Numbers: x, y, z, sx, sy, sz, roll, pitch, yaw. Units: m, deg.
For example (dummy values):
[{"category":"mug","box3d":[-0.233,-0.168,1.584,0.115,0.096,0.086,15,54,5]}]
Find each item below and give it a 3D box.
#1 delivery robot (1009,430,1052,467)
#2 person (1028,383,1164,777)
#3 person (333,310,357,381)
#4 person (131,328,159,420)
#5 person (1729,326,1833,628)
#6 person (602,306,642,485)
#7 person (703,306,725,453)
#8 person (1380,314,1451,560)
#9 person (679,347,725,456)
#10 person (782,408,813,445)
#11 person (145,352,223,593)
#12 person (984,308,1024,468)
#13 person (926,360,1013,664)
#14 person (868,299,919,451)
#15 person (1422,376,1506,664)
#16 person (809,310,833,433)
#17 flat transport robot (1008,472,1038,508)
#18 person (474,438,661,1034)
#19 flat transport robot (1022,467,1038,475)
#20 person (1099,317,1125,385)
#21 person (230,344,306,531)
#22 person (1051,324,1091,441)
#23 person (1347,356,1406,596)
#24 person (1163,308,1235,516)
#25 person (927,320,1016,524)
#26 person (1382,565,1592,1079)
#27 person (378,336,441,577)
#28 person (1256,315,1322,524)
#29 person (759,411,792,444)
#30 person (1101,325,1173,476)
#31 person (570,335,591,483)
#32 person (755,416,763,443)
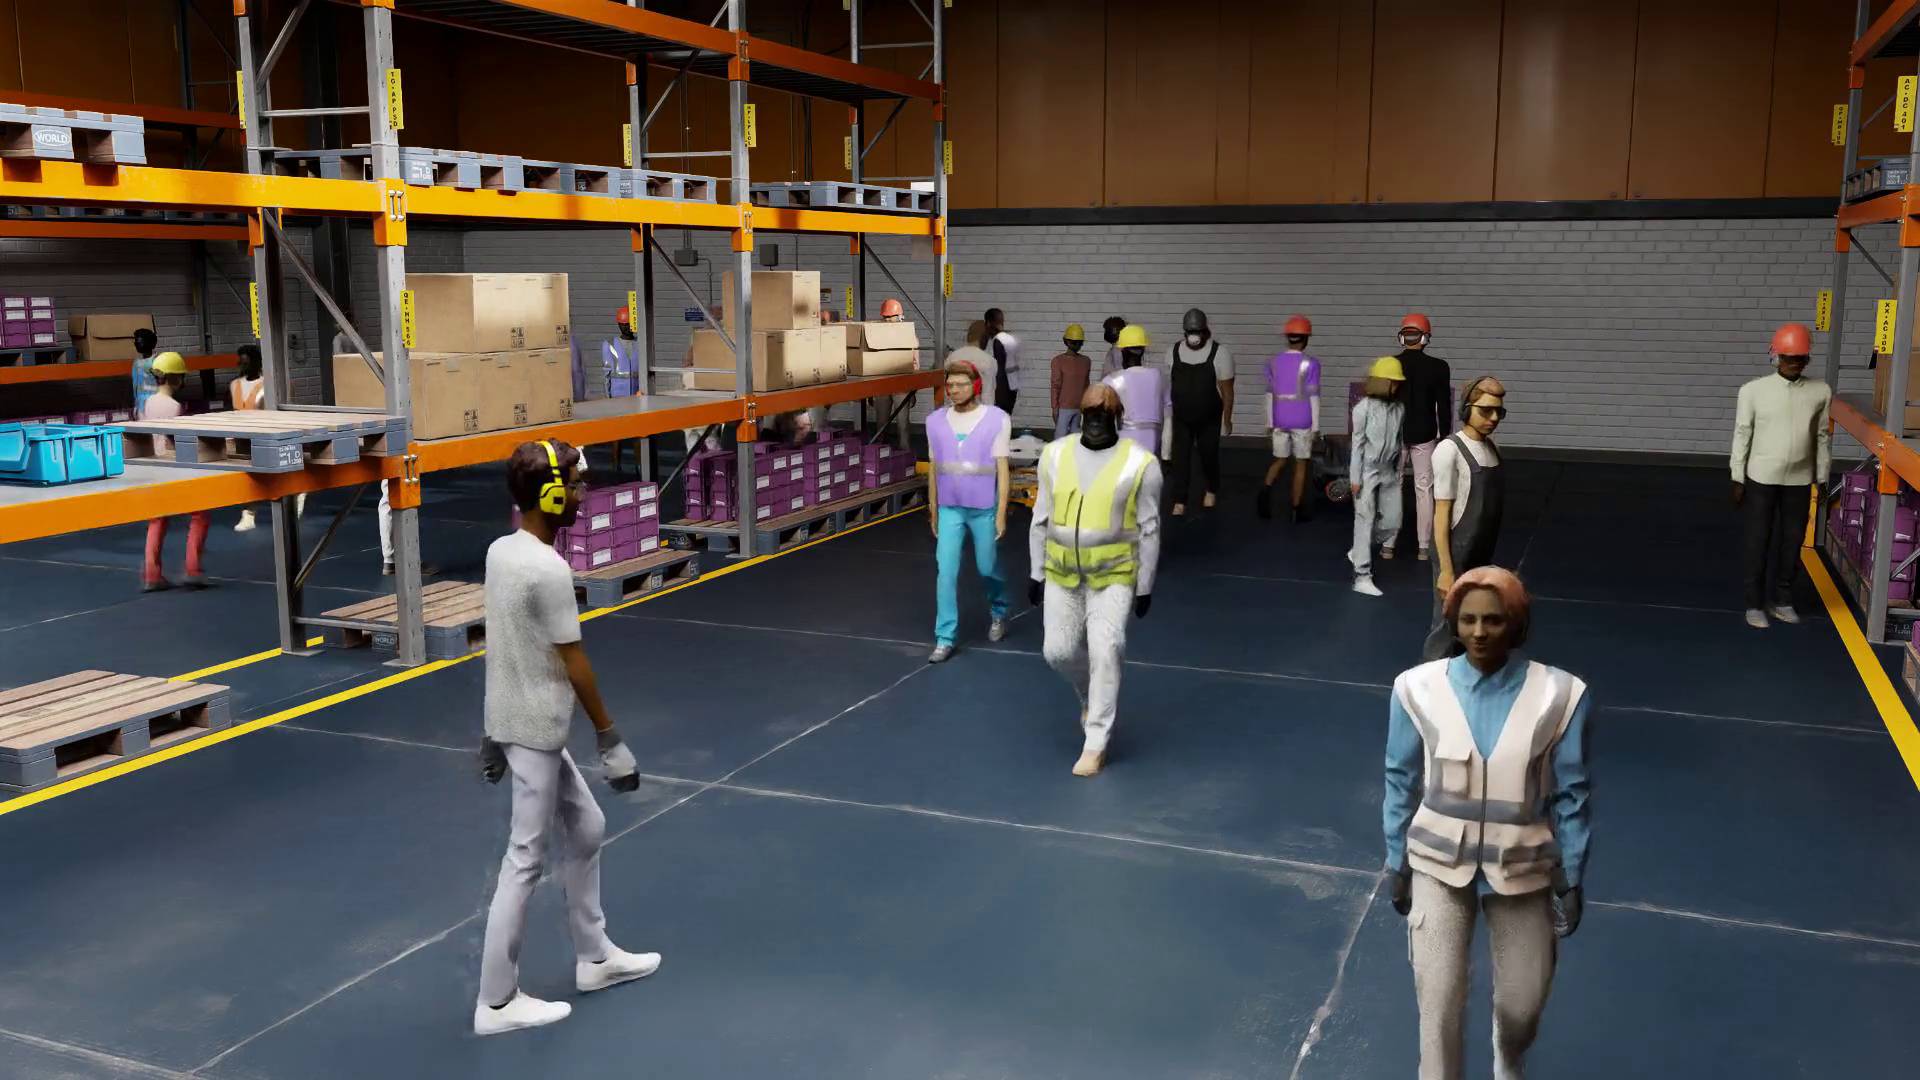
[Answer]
[{"category":"delivery robot","box3d":[0.739,-0.974,18.354,0.707,0.478,0.477,2,10,14]},{"category":"person","box3d":[0.650,0.163,7.895,0.637,1.827,0.670,4,10,24]},{"category":"person","box3d":[-7.572,-1.924,20.575,0.330,1.832,0.653,-1,9,-9]},{"category":"person","box3d":[-8.744,-1.434,17.971,0.540,1.696,0.315,6,11,31]},{"category":"person","box3d":[5.421,-0.413,10.995,0.651,1.983,0.578,1,9,4]},{"category":"person","box3d":[-3.584,-1.560,18.007,0.543,1.939,0.355,-4,10,-22]},{"category":"person","box3d":[-2.853,-1.862,20.005,0.652,1.876,0.657,8,12,39]},{"category":"person","box3d":[3.639,-0.829,13.437,0.622,1.981,0.405,3,10,17]},{"category":"person","box3d":[-2.510,-1.106,16.212,0.516,1.626,0.362,5,11,27]},{"category":"person","box3d":[-1.843,-1.551,18.101,0.606,1.882,0.672,-9,13,-43]},{"category":"person","box3d":[-5.692,-0.489,12.108,0.535,1.747,0.622,8,12,38]},{"category":"person","box3d":[0.482,-1.686,18.915,0.469,1.883,0.638,3,10,15]},{"category":"person","box3d":[0.067,-0.199,10.162,0.569,1.812,0.862,3,10,19]},{"category":"person","box3d":[-0.752,-1.670,18.499,0.612,1.995,0.382,3,10,19]},{"category":"person","box3d":[2.470,0.122,8.107,0.505,1.841,0.347,-9,13,-44]},{"category":"person","box3d":[-1.517,-1.699,19.057,0.580,1.866,0.587,-4,10,-24]},{"category":"flat transport robot","box3d":[0.614,-0.519,16.739,0.652,0.197,1.431,-7,11,-35]},{"category":"person","box3d":[-1.205,0.606,5.193,0.786,1.840,0.510,-5,11,-28]},{"category":"flat transport robot","box3d":[1.199,-0.690,17.774,0.652,0.197,1.431,9,13,42]},{"category":"person","box3d":[1.607,-1.519,18.161,0.876,1.805,0.641,3,10,15]},{"category":"person","box3d":[-6.300,-0.939,15.060,0.539,1.677,0.706,3,10,17]},{"category":"person","box3d":[1.176,-1.368,17.369,0.533,1.765,0.325,-7,12,-36]},{"category":"person","box3d":[2.989,-0.467,12.026,0.499,1.729,0.480,-5,11,-29]},{"category":"person","box3d":[2.304,-1.284,16.020,0.698,2.000,0.945,3,10,17]},{"category":"person","box3d":[0.076,-1.072,15.273,0.686,1.872,1.061,8,12,41]},{"category":"person","box3d":[1.366,0.847,4.347,0.518,1.626,0.583,3,10,20]},{"category":"person","box3d":[-4.264,-0.652,12.672,0.573,1.883,0.359,9,13,42]},{"category":"person","box3d":[3.015,-1.086,15.182,0.557,1.922,0.567,9,13,43]},{"category":"person","box3d":[-1.959,-1.447,17.314,0.477,1.935,0.656,-3,10,-17]},{"category":"person","box3d":[1.300,-0.683,12.754,0.609,1.911,0.502,-4,10,-23]},{"category":"person","box3d":[-4.288,-1.542,17.968,0.457,1.910,0.646,-7,12,-38]},{"category":"person","box3d":[-2.553,-2.021,20.894,0.407,1.909,0.638,-2,10,-12]}]
